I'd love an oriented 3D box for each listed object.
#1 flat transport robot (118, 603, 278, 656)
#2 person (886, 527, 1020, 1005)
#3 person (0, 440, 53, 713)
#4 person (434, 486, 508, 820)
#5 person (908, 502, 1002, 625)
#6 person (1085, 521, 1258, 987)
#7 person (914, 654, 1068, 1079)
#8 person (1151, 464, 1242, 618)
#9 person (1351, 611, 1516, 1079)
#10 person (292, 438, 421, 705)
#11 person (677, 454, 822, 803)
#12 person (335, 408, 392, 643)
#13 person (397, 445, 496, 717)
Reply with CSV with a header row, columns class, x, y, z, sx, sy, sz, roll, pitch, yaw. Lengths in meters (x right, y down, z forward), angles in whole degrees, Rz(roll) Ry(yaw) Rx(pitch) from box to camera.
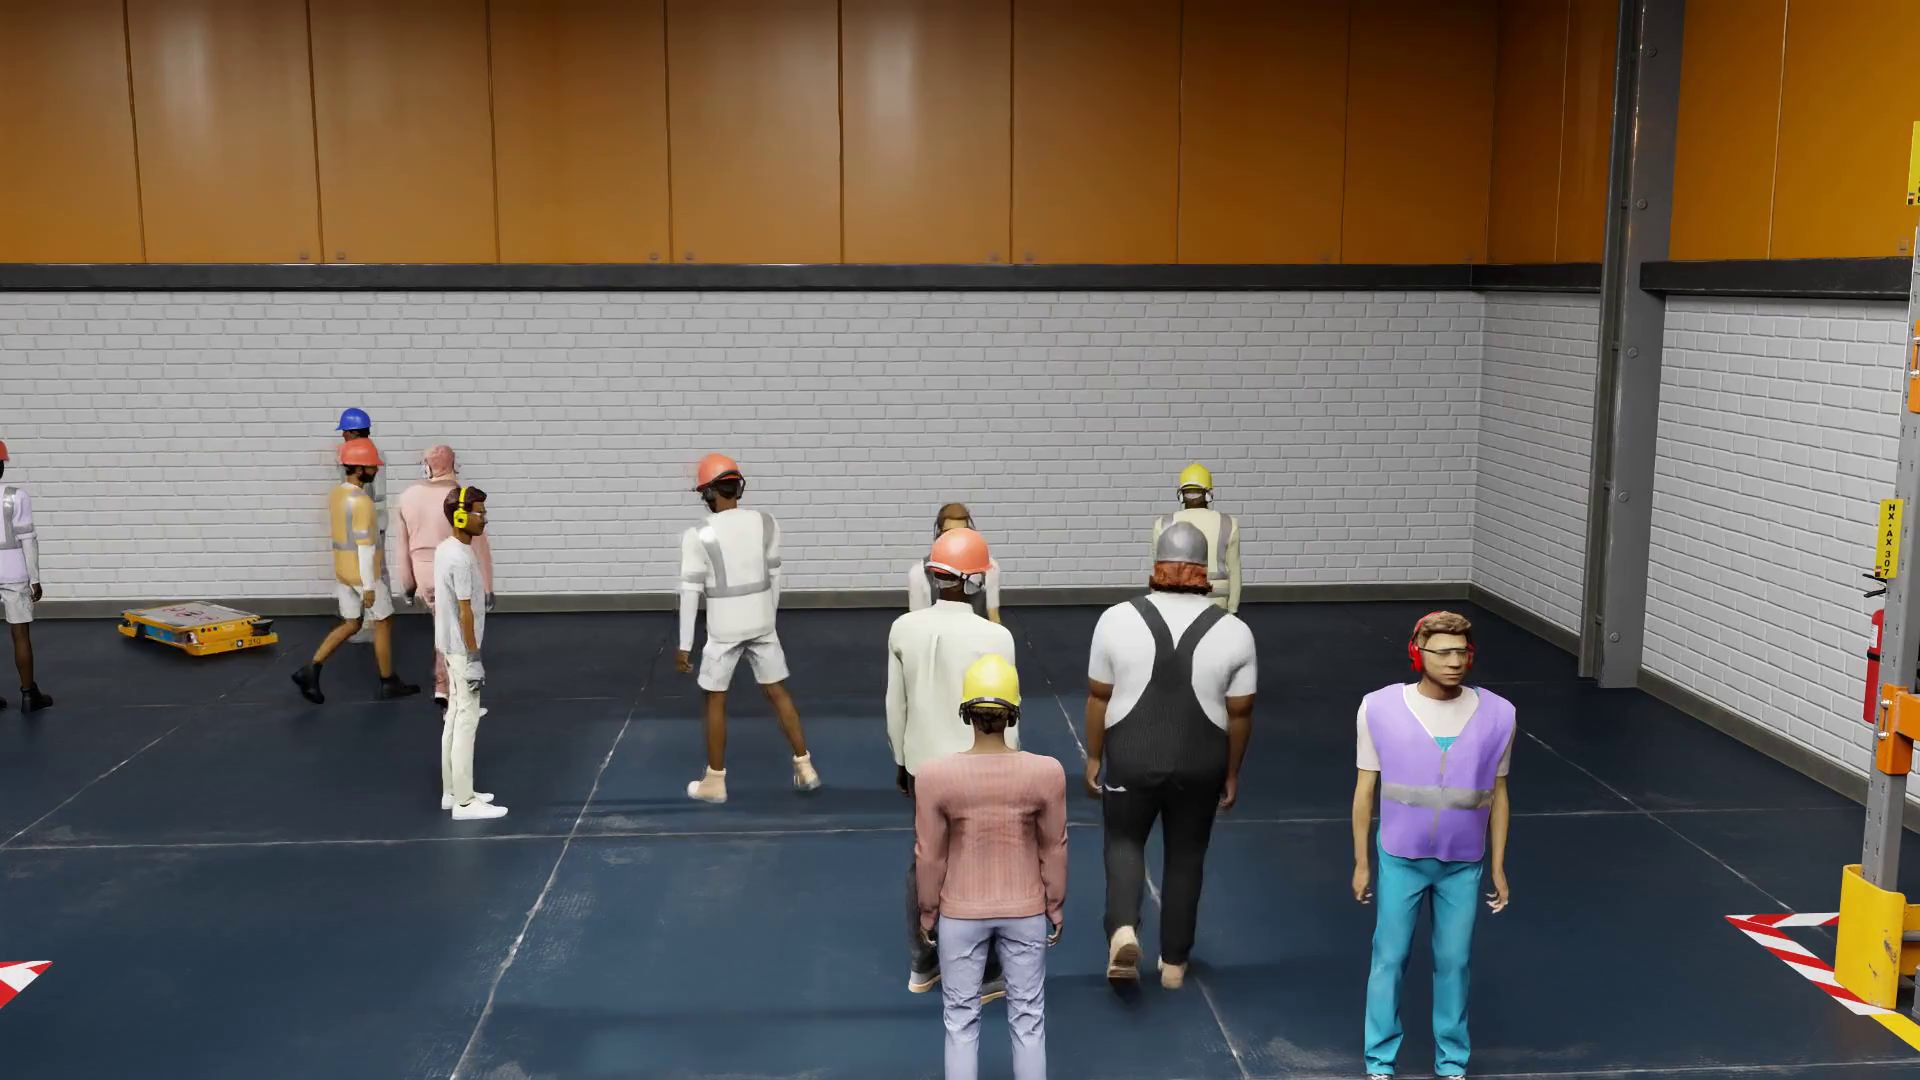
class,x,y,z,sx,sy,sz,roll,pitch,yaw
flat transport robot,-6.322,0.715,13.767,1.431,0.197,0.652,7,12,39
person,-0.017,0.937,6.974,0.612,1.994,0.395,5,11,31
person,-6.636,0.245,11.498,0.542,1.939,0.356,-1,9,-8
person,-2.774,0.628,9.327,0.313,1.864,0.530,-5,10,-28
person,-0.023,0.686,9.065,0.535,1.834,0.585,-2,9,-10
person,0.882,0.911,6.993,0.716,2.000,0.686,1,9,6
person,0.106,1.260,5.667,0.525,1.769,0.308,-1,9,-4
person,1.522,0.419,10.770,0.586,1.823,0.403,0,9,2
person,1.706,1.157,6.045,0.568,1.849,0.386,0,9,3
person,-4.284,0.229,11.707,0.555,1.912,0.827,9,13,43
person,-1.226,0.517,9.575,0.841,2.012,0.620,-6,11,-32
person,-4.938,-0.124,13.792,0.394,1.945,0.615,0,9,0
person,-3.477,0.291,11.373,0.693,1.881,0.479,4,10,23
